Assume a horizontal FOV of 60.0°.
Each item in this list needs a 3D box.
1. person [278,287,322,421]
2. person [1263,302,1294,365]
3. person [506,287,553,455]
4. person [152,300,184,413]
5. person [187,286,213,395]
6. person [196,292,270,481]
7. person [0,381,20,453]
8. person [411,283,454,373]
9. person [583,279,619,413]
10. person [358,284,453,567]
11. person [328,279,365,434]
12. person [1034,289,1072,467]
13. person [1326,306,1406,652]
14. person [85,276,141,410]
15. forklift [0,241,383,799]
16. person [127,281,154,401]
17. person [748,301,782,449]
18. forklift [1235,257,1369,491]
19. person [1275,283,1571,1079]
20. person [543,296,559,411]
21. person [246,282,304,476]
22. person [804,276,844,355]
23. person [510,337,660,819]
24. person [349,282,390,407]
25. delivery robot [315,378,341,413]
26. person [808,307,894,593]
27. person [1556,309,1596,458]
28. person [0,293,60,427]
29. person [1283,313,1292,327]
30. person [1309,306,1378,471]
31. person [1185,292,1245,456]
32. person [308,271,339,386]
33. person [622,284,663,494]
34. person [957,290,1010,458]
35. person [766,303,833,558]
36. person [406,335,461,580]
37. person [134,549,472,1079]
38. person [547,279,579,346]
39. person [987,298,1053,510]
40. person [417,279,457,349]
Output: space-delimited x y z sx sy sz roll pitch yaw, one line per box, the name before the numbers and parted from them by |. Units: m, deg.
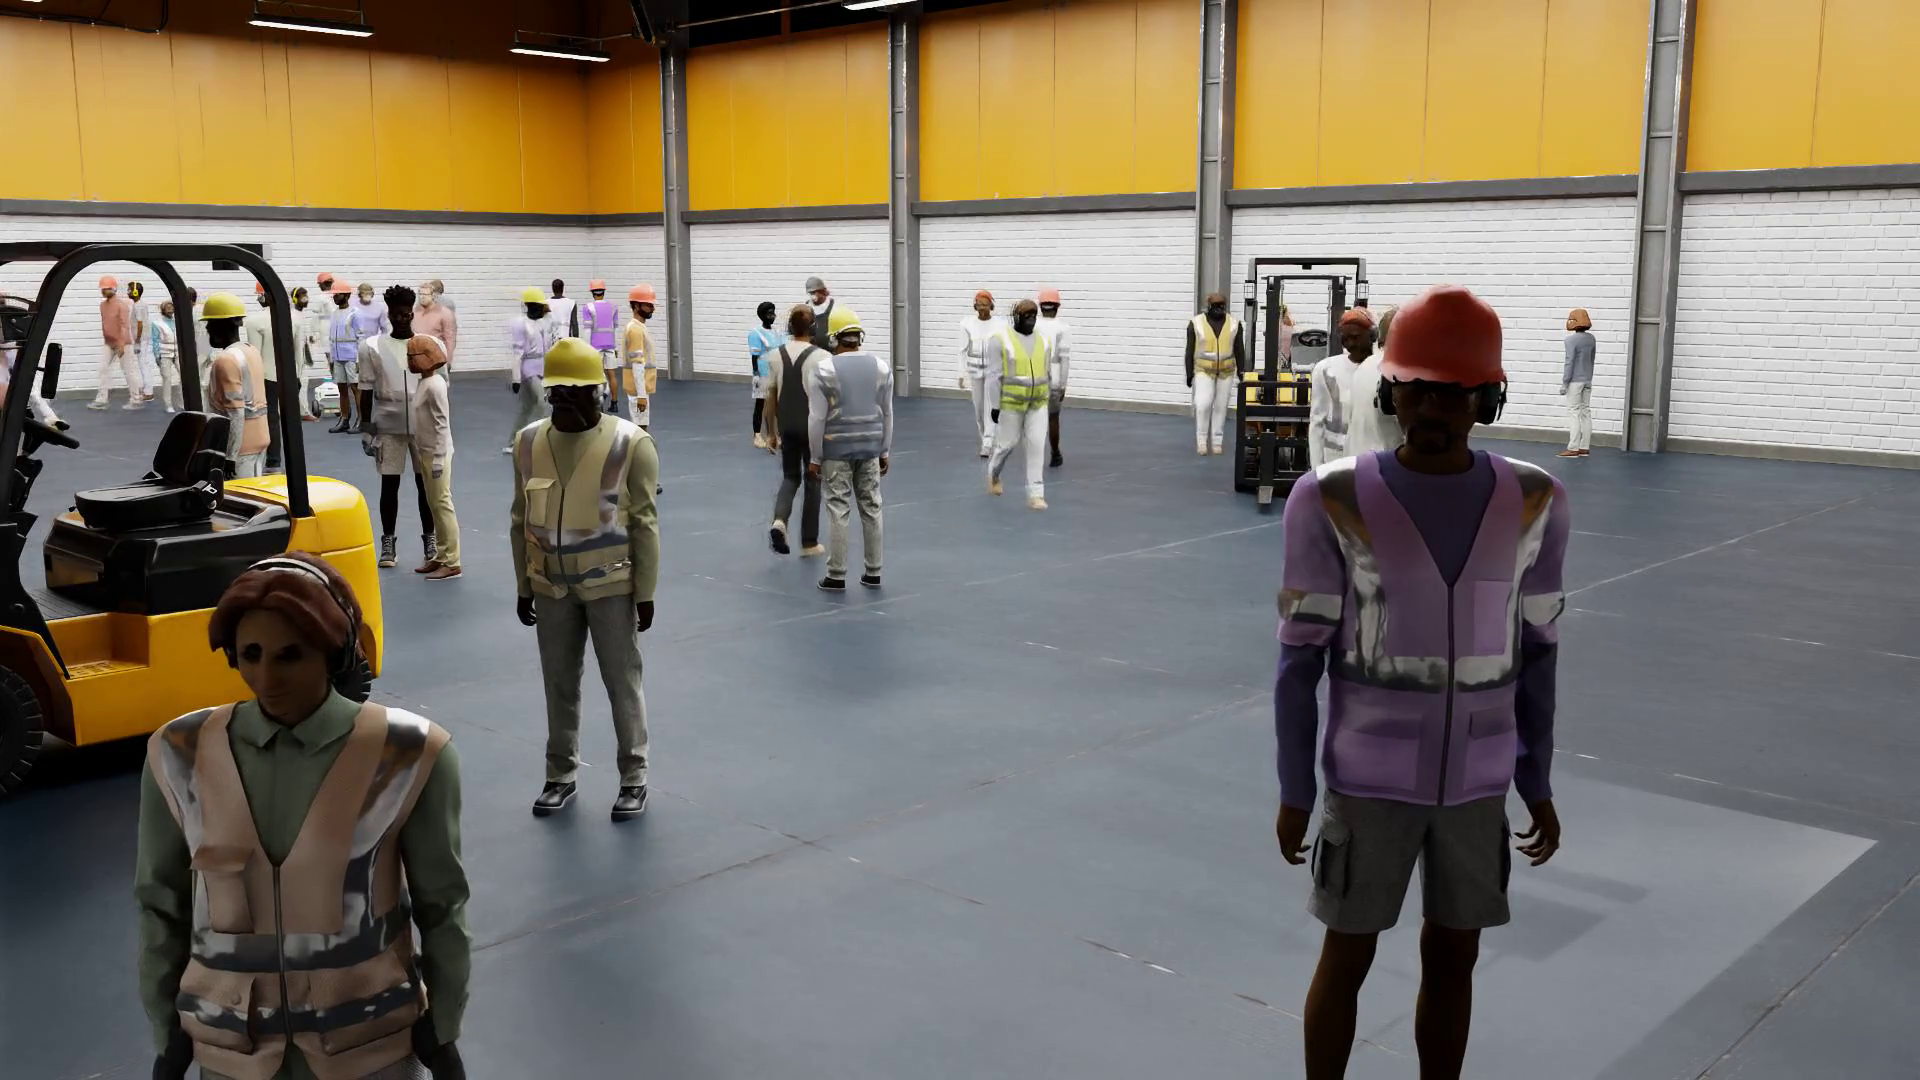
person | -9.047 -2.513 22.630 0.676 1.826 0.514 0 9 -3
person | 3.449 -1.760 18.172 0.332 1.759 0.523 7 12 38
person | -4.650 -1.846 18.346 0.974 1.874 0.594 2 9 11
person | -11.252 -2.611 23.811 0.630 1.617 0.539 8 13 42
person | -10.169 -2.486 22.377 0.606 1.844 0.602 -1 9 -4
person | -4.583 -0.599 10.534 0.380 1.924 0.593 -1 9 -9
person | -5.651 -0.353 9.530 0.329 1.765 0.525 9 13 43
person | -6.758 -2.315 21.148 0.673 1.891 0.430 2 9 12
person | -5.169 -2.780 23.901 0.547 1.928 0.385 -7 12 -37
person | -3.858 -0.791 11.592 0.613 1.962 0.365 -4 10 -21
person | -7.730 -2.298 20.916 0.542 1.938 0.358 4 10 25
person | 0.868 -1.630 17.073 0.561 1.877 1.034 3 10 15
person | 2.319 -0.315 8.994 1.025 1.873 0.748 -1 9 -5
person | -12.413 -2.853 24.244 0.652 1.957 0.895 5 10 27
forklift | -3.706 -0.171 7.093 1.214 2.155 2.313 9 13 43
person | -12.899 -3.116 26.134 0.328 1.875 0.513 -3 10 -19
person | -2.226 -1.908 19.260 0.315 1.696 0.541 6 11 31
forklift | 3.309 -1.629 16.029 1.214 2.155 2.313 2 9 11
person | 0.971 0.492 3.493 0.615 2.039 0.386 -1 9 -4
person | -5.986 -2.665 23.819 0.489 1.732 0.370 -2 9 -11
person | -6.874 -1.639 16.700 0.375 1.995 0.611 6 11 31
person | -1.824 -2.641 22.707 0.736 2.000 0.816 4 10 23
person | -1.414 0.152 6.264 0.591 1.824 0.404 2 9 12
person | -9.012 -2.969 25.240 0.643 1.891 0.890 -5 11 -29
delivery robot | -8.734 -2.000 23.032 0.477 0.478 0.707 -4 10 -25
person | -0.712 -0.571 10.664 0.587 1.828 0.404 -5 11 -28
person | 6.790 -1.721 18.305 0.501 1.633 0.284 -6 11 -34
person | -11.929 -2.227 20.968 0.971 1.792 0.665 -3 10 -19
person | 3.783 -1.951 19.842 0.869 1.577 0.516 5 10 27
person | 2.356 -0.447 9.860 0.584 1.855 0.618 0 9 2
person | 2.844 -1.836 18.463 0.636 1.809 0.630 0 9 -2
person | -10.734 -3.525 28.177 0.627 2.023 0.631 5 11 30
person | -2.925 -1.389 15.349 0.366 1.933 0.551 -2 9 -12
person | 0.284 -1.870 18.618 0.598 1.849 0.975 2 9 9
person | -1.136 -0.755 11.790 0.522 1.829 0.524 3 10 19
person | -3.535 -0.549 11.127 0.273 1.631 0.507 -5 10 -28
person | -1.046 0.824 2.689 0.513 1.640 0.311 -1 9 -6
person | -6.386 -3.197 26.531 0.597 1.909 0.383 0 9 0
person | 0.515 -1.199 14.541 0.632 1.824 0.771 -4 10 -22
person | -8.471 -3.255 26.864 0.647 1.915 0.730 0 9 0
